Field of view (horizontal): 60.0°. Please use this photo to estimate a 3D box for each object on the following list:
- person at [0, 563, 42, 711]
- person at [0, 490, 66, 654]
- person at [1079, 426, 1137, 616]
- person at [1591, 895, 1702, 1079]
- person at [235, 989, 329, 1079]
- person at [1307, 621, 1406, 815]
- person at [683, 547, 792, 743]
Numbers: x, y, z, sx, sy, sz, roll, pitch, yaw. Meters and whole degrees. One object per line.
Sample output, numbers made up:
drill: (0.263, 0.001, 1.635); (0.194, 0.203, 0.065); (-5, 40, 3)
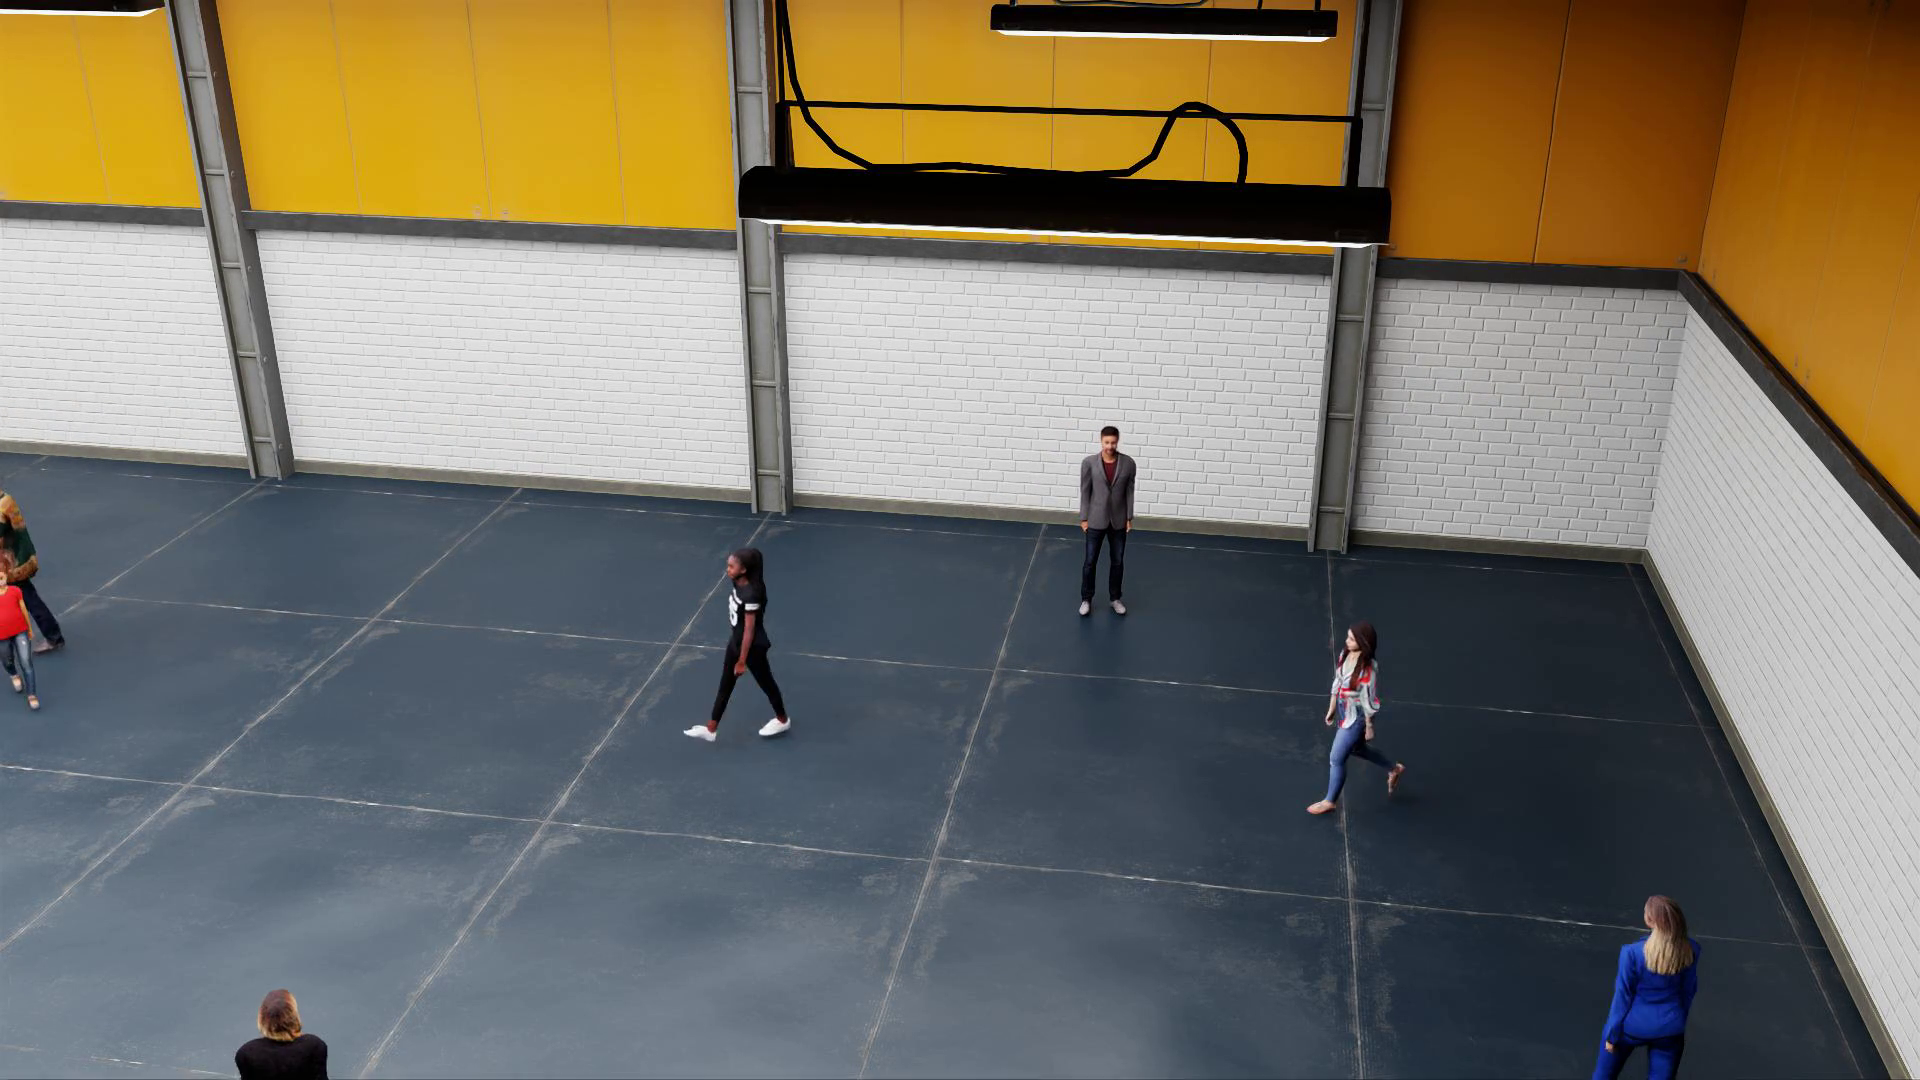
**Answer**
person: (-8.105, 0.779, 14.169); (0.843, 1.293, 0.910); (-16, 28, -32)
person: (-8.386, 0.213, 14.862); (1.162, 1.775, 1.050); (-12, 26, -26)
person: (1.378, -0.194, 15.670); (0.625, 1.874, 0.797); (-1, 24, -3)
person: (3.824, 2.757, 9.172); (0.851, 1.673, 0.818); (1, 24, 3)
person: (-3.410, 3.080, 8.486); (1.091, 1.629, 1.025); (-10, 25, -21)
person: (3.058, 1.332, 12.546); (1.128, 1.581, 0.841); (-5, 24, -11)
person: (-1.627, 0.871, 13.464); (1.207, 1.689, 1.067); (-12, 26, -25)
